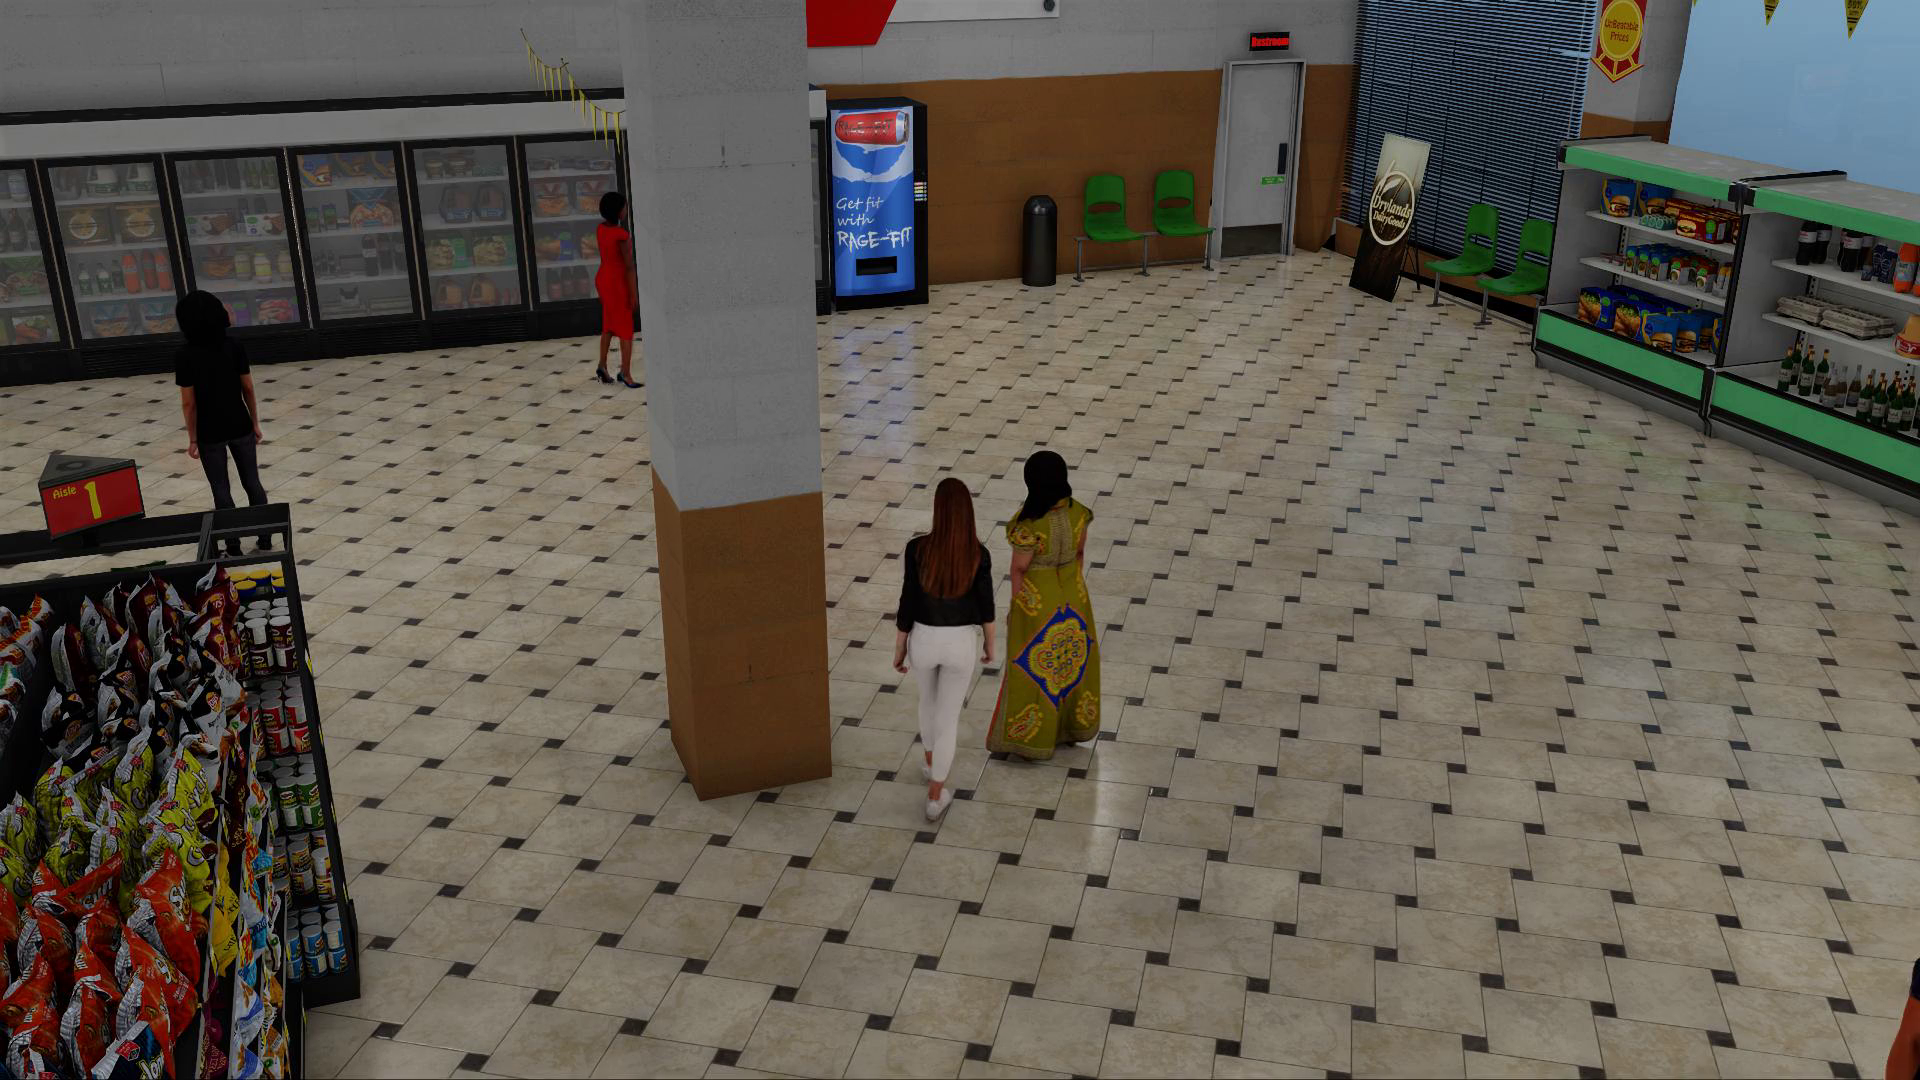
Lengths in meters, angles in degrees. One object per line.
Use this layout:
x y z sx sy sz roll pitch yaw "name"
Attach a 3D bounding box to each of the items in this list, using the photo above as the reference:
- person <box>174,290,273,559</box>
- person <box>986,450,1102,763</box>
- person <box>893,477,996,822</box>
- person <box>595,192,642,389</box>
-4.876 -0.752 11.002 0.694 1.835 0.646 -18 28 -38 "person"
0.445 0.332 8.542 0.948 1.657 0.898 -16 27 -35 "person"
-0.096 0.561 7.943 0.862 1.679 0.973 4 22 9 "person"
-3.068 -2.208 14.752 0.659 1.741 0.761 19 29 39 "person"
